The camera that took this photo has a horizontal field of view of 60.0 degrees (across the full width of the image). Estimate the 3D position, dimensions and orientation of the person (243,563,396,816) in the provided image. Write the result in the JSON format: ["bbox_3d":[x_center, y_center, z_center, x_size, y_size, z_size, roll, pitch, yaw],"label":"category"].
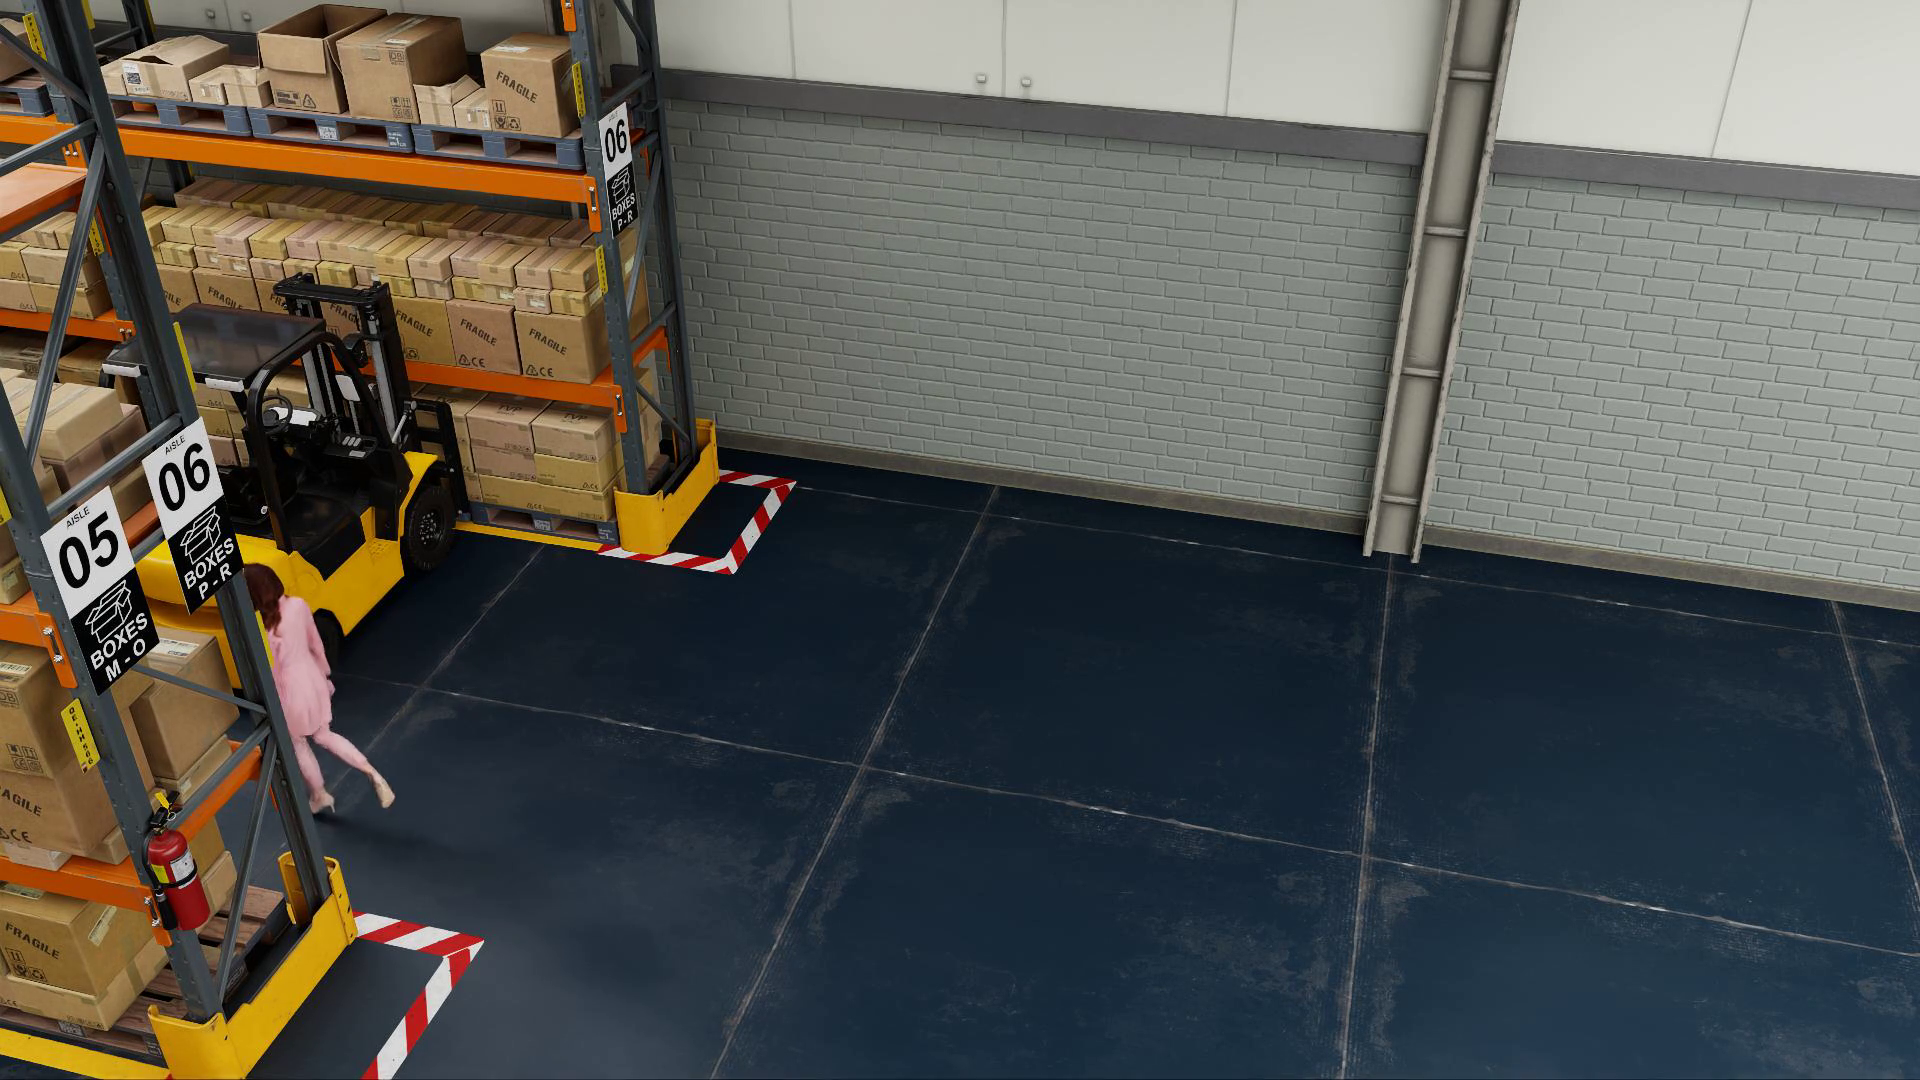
[{"bbox_3d":[-3.588,0.901,9.218,0.921,1.783,0.632,10,34,15],"label":"person"}]
